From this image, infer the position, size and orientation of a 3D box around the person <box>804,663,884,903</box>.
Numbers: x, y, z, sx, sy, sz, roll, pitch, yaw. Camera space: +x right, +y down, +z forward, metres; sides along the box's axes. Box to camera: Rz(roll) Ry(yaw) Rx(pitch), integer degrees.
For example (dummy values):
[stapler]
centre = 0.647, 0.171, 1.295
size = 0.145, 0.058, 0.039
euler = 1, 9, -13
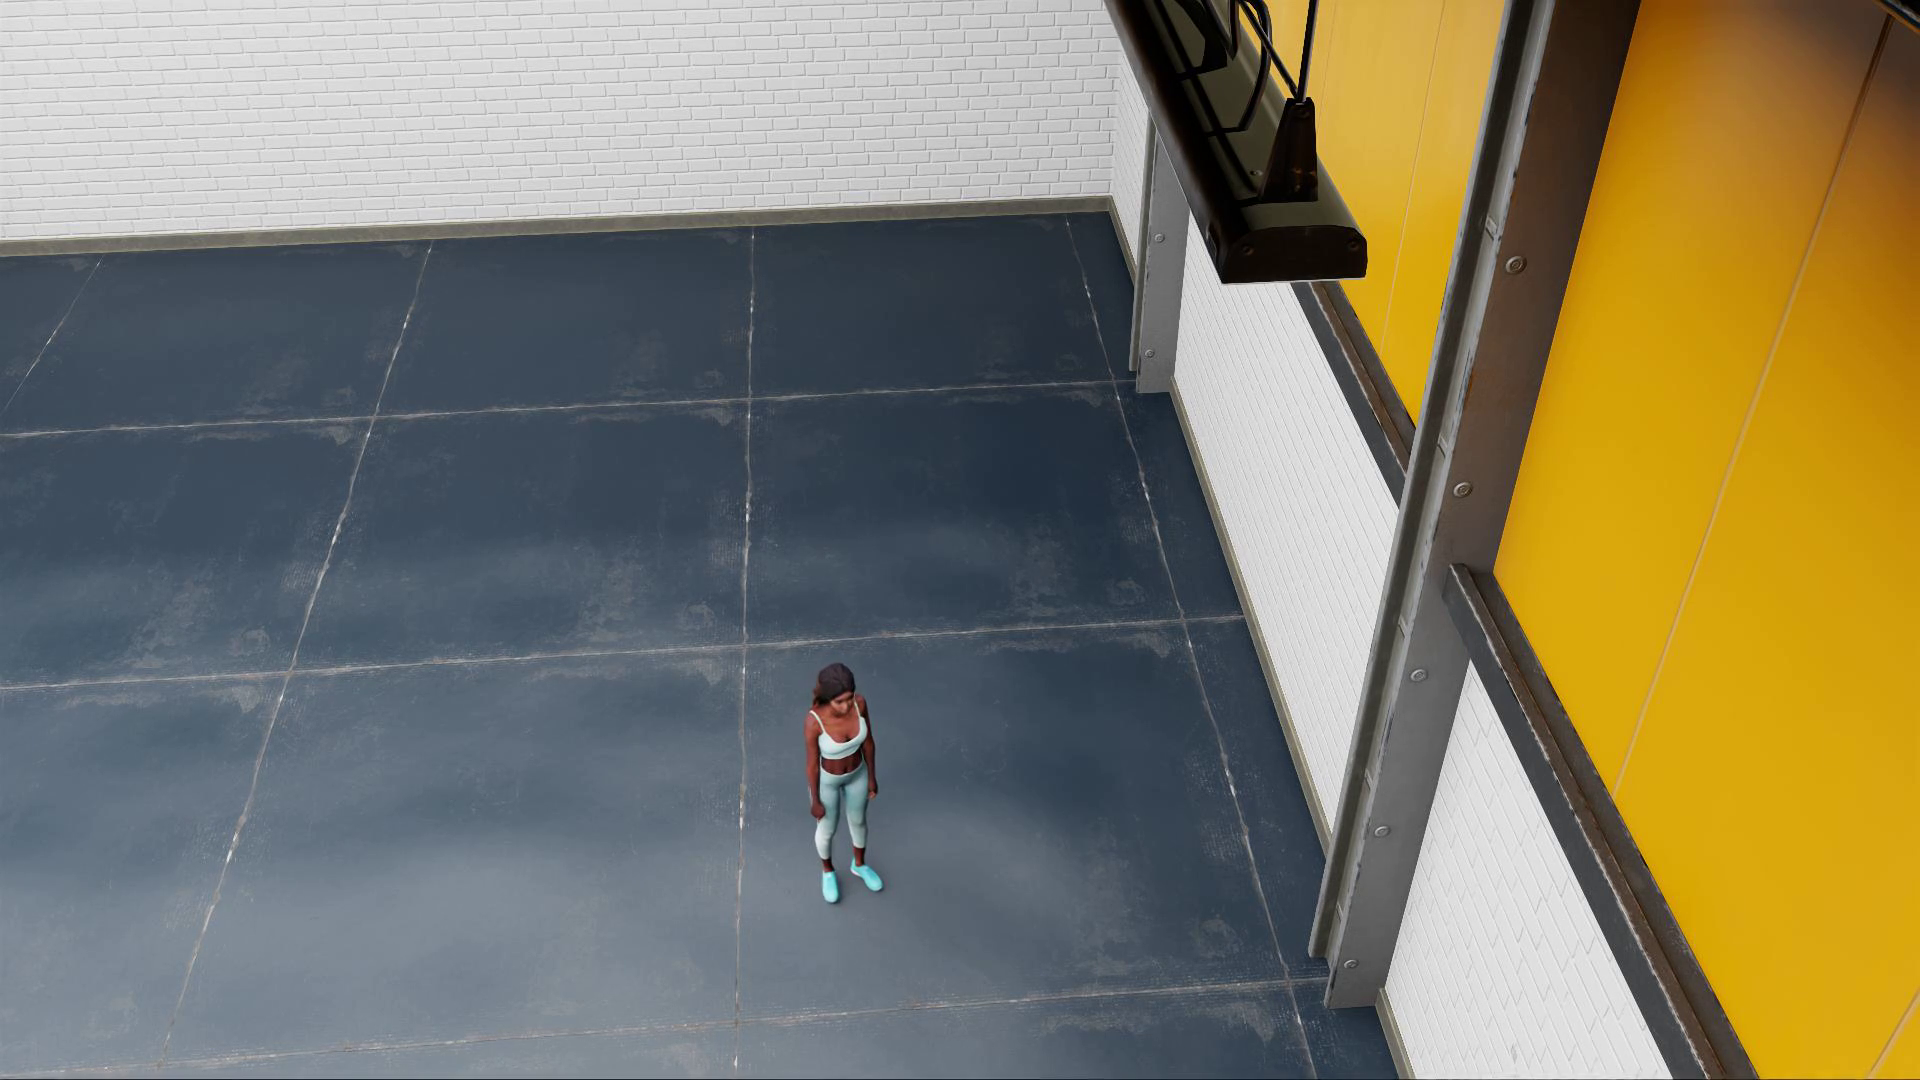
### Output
[person]
centre = -0.658, 1.311, 9.092
size = 0.639, 1.724, 0.652
euler = -20, 43, -23
